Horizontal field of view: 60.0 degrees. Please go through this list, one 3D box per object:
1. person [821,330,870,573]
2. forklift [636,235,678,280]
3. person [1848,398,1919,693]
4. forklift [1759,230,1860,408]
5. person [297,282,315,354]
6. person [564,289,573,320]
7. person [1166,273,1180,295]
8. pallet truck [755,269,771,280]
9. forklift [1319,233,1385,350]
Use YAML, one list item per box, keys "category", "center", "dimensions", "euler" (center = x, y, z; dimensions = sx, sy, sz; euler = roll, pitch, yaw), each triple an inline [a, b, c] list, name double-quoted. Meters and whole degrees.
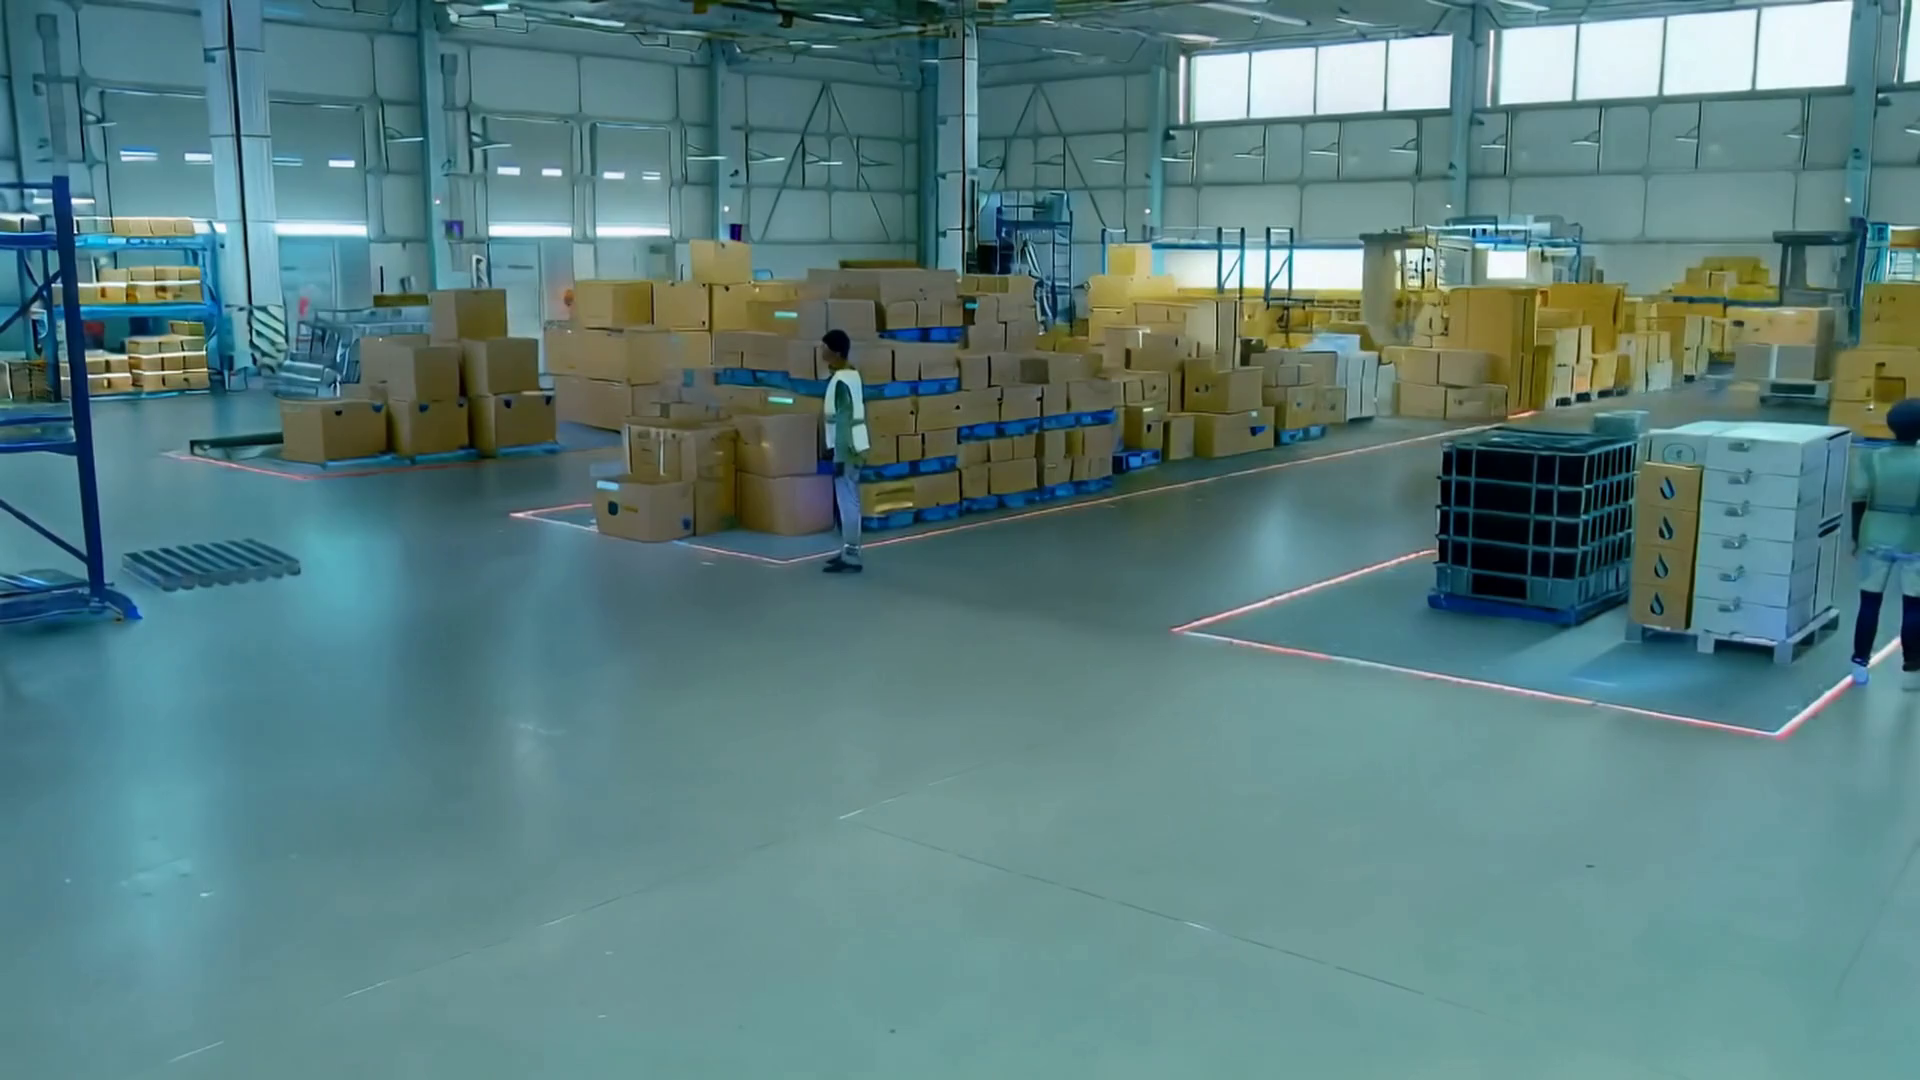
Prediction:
- category: "person"
  center: [-0.907, -0.694, 13.098]
  dimensions: [0.391, 1.913, 0.587]
  euler: [0, 10, -1]
- category: "forklift"
  center: [-6.681, -5.358, 36.900]
  dimensions: [1.873, 2.768, 1.129]
  euler: [8, 13, 40]
- category: "person"
  center: [5.399, 0.031, 9.582]
  dimensions: [0.532, 1.697, 0.320]
  euler: [8, 13, 39]
- category: "forklift"
  center: [13.881, -3.598, 26.877]
  dimensions: [1.129, 2.768, 1.873]
  euler: [8, 13, 39]
- category: "person"
  center: [-13.752, -4.528, 35.172]
  dimensions: [0.572, 1.824, 0.520]
  euler: [-1, 10, -8]
- category: "person"
  center: [-7.913, -4.233, 33.763]
  dimensions: [0.440, 1.725, 0.496]
  euler: [1, 10, 6]
- category: "person"
  center: [5.438, -5.920, 42.841]
  dimensions: [0.567, 1.918, 0.647]
  euler: [7, 12, 35]
- category: "pallet truck"
  center: [-4.996, -6.432, 45.525]
  dimensions: [1.885, 1.965, 0.823]
  euler: [-6, 12, -32]
- category: "forklift"
  center: [8.031, -4.593, 32.543]
  dimensions: [1.873, 2.768, 1.129]
  euler: [1, 10, 7]
